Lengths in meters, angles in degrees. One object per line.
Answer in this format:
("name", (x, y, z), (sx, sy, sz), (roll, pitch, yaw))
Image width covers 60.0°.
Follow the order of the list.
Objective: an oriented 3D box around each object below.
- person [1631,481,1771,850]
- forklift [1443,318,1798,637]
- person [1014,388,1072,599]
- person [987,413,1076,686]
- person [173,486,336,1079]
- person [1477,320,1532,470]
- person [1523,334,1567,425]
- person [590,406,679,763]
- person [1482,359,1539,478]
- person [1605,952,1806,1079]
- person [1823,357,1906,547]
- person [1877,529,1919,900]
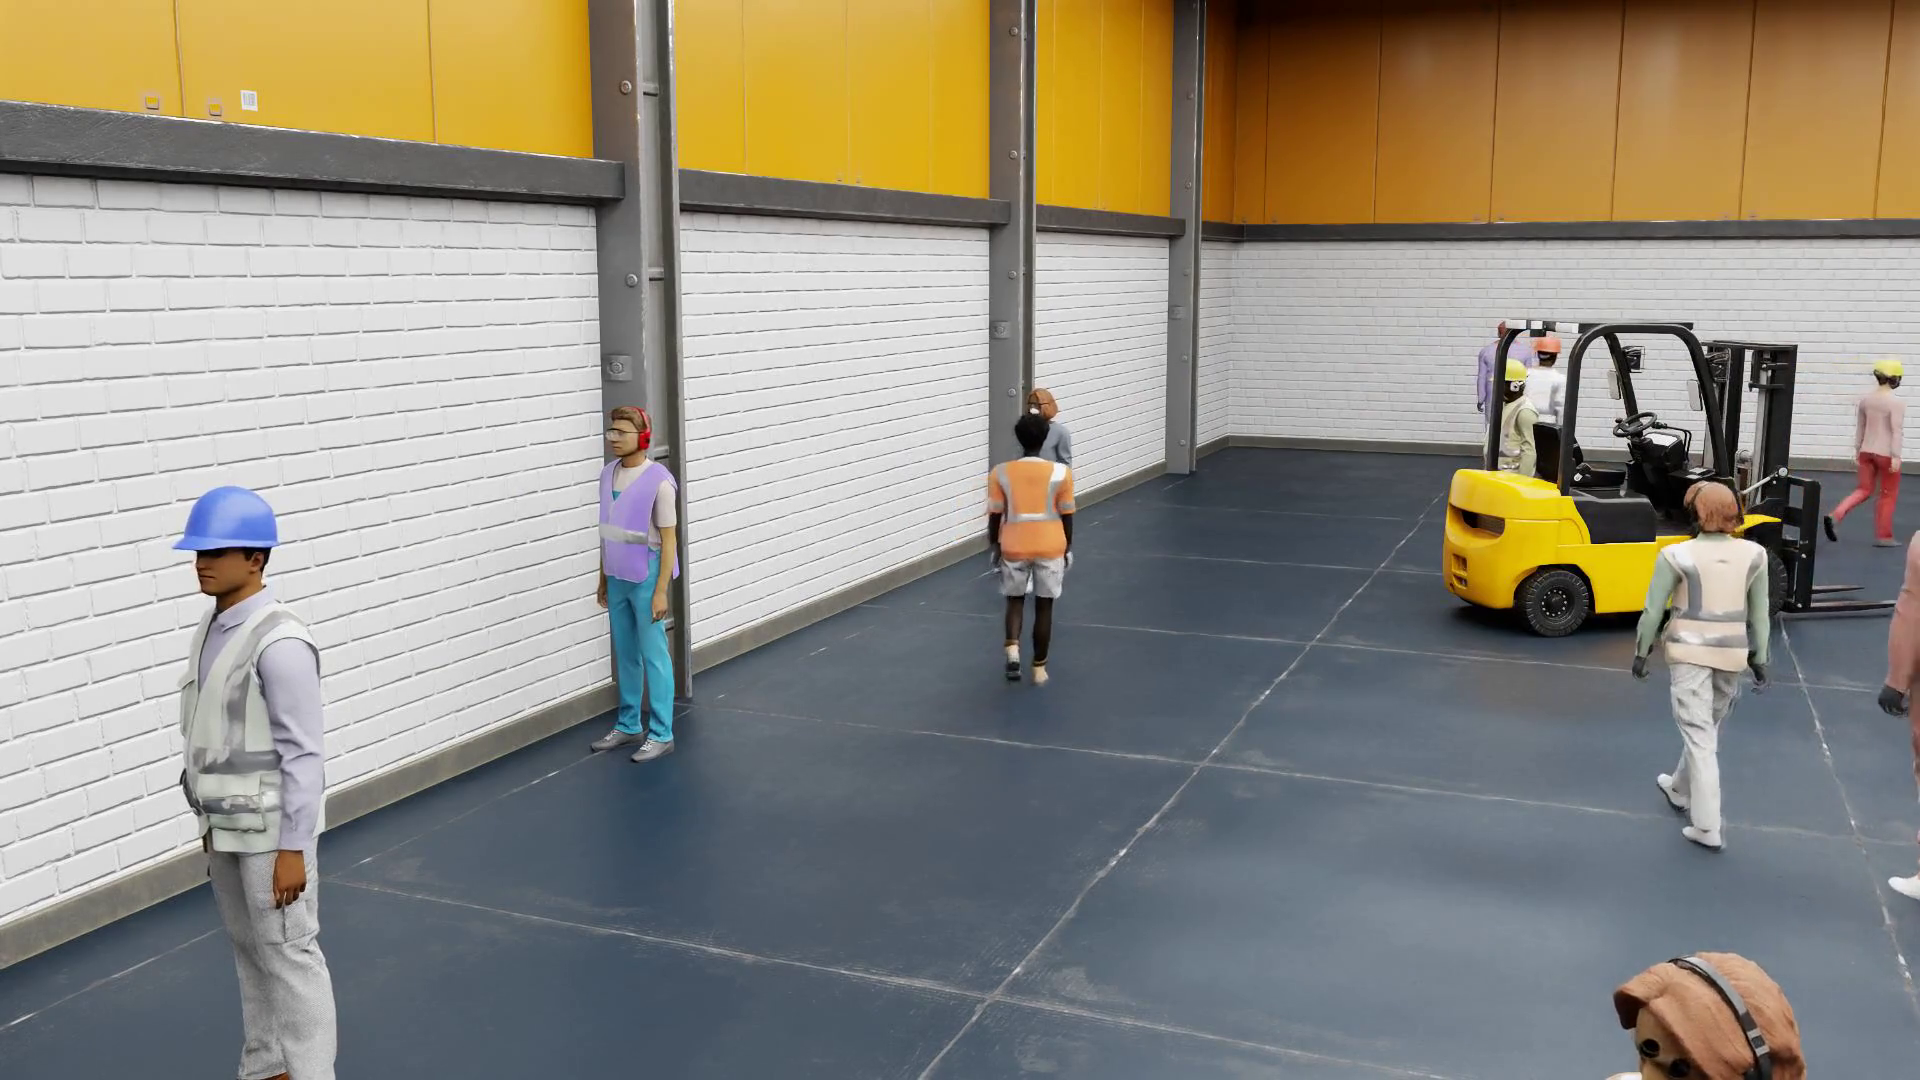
("person", (3.307, 0.528, 7.533), (0.545, 1.598, 0.808), (-1, 9, -5))
("forklift", (4.706, -0.497, 11.990), (2.313, 2.155, 1.214), (-2, 10, -10))
("person", (0.632, -0.360, 12.856), (0.501, 1.632, 0.280), (7, 12, 36))
("person", (0.434, 0.070, 10.097), (0.541, 1.680, 0.401), (2, 9, 9))
("person", (-2.035, 0.808, 4.811), (0.614, 1.950, 0.375), (9, 13, 44))
("person", (6.642, -1.725, 20.315), (0.642, 1.905, 0.399), (3, 10, 20))
("person", (5.663, -1.062, 16.290), (0.542, 1.909, 0.926), (6, 11, 34))
("person", (-1.682, 0.220, 8.687), (0.567, 1.850, 0.389), (8, 12, 40))
("person", (4.364, -0.522, 13.236), (0.403, 1.830, 0.599), (0, 9, -1))
("person", (1.034, 1.365, 2.387), (0.309, 1.640, 0.513), (-3, 10, -18))
("person", (8.282, -0.784, 15.089), (0.678, 1.748, 0.528), (-2, 10, -12))
("person", (4.004, 0.561, 6.545), (0.642, 1.888, 0.515), (-2, 10, -11))
